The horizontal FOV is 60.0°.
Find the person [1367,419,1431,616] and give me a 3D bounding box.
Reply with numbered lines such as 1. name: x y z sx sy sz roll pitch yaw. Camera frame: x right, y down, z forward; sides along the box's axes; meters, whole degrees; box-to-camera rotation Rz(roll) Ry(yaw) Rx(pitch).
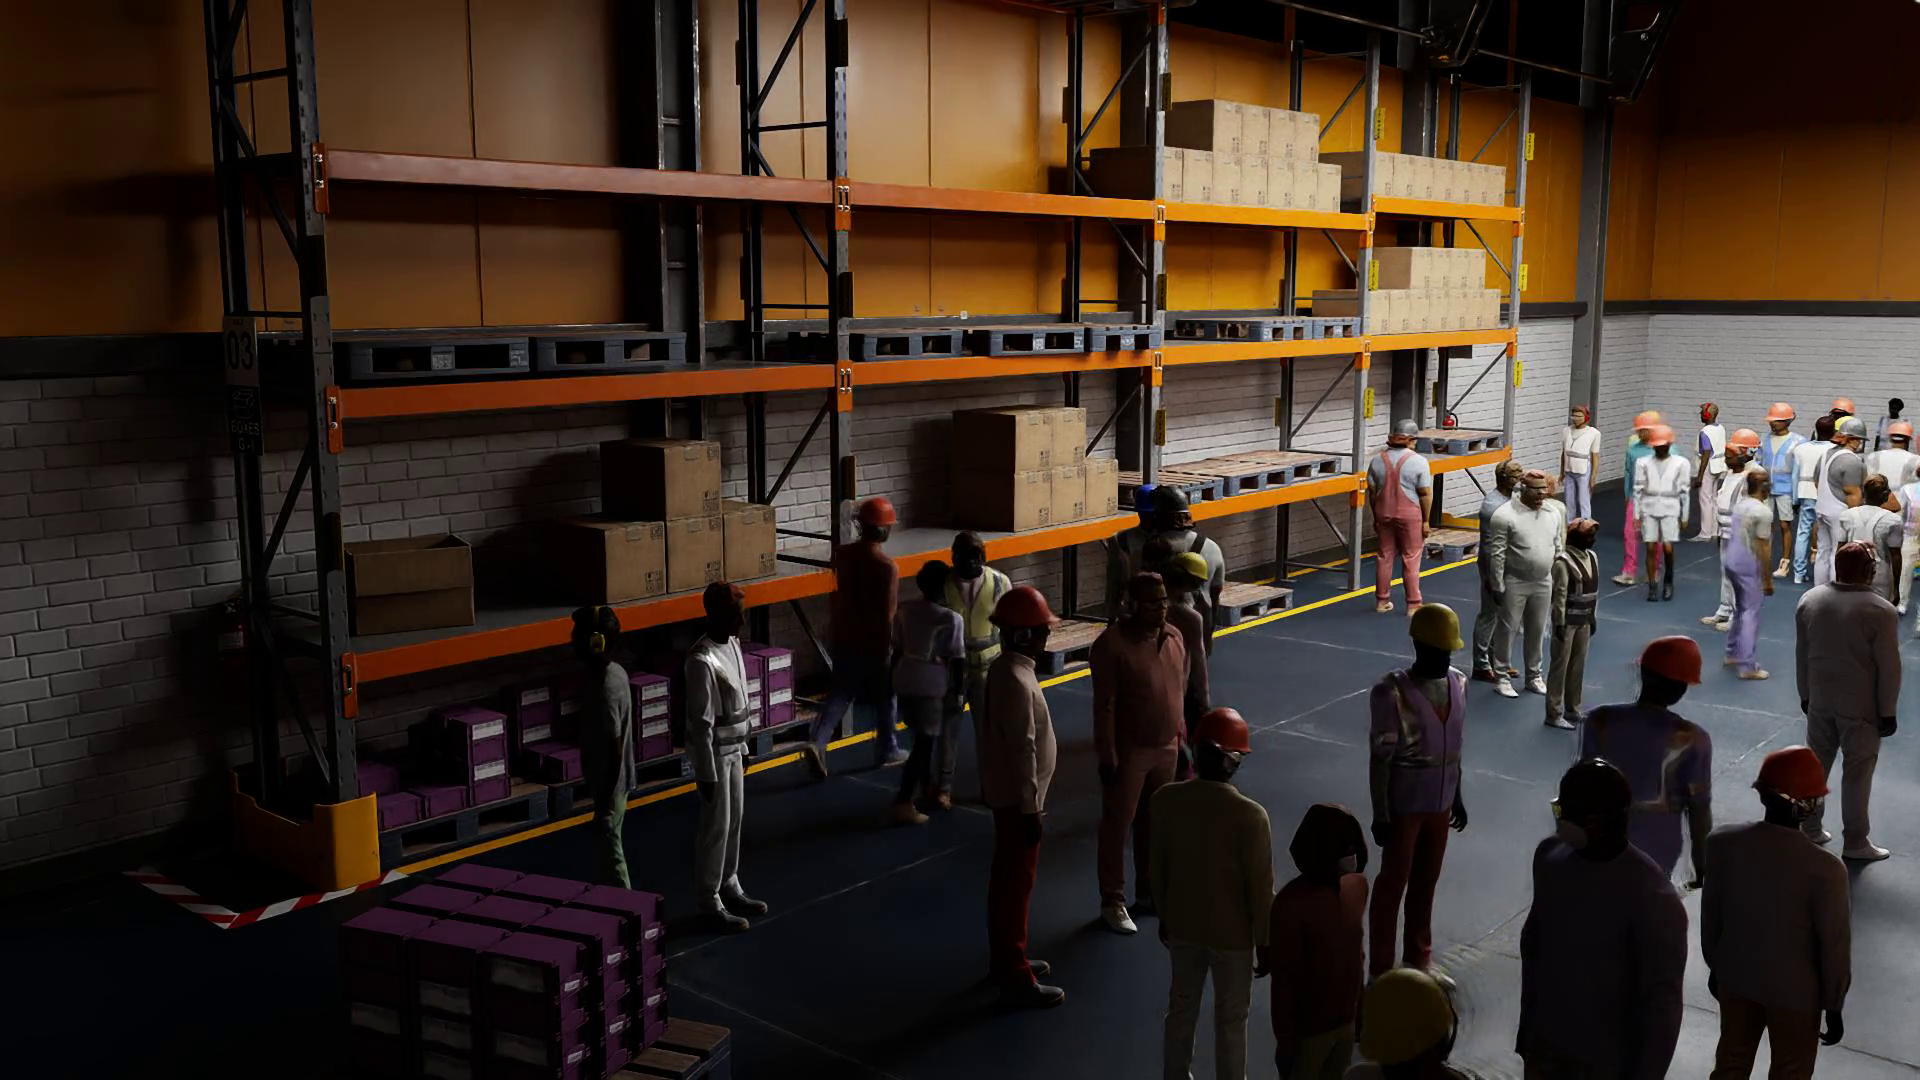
1. person: 4.571 -0.244 17.151 0.674 2.000 0.535 8 12 42

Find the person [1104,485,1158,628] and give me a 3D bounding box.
1. person: 1.380 0.552 12.316 0.616 1.945 0.399 0 9 -2

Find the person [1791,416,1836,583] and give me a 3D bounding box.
1. person: 9.697 -0.442 18.823 0.395 1.919 0.590 -6 11 -35

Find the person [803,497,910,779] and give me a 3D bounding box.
1. person: -0.699 0.678 11.483 0.617 1.960 0.895 7 11 37

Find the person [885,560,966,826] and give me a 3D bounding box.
1. person: -0.257 0.964 10.646 0.540 1.650 0.739 6 11 36

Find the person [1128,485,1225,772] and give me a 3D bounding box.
1. person: 1.462 0.619 11.584 0.681 2.000 0.535 -2 9 -16

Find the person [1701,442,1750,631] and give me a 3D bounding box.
1. person: 7.614 -0.047 16.373 0.356 1.887 0.572 0 9 2

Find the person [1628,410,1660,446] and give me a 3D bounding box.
1. person: 8.999 -0.820 21.789 0.526 1.760 0.347 3 9 16

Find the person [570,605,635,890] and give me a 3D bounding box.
1. person: -1.756 1.238 8.152 0.323 1.869 0.528 -2 9 -13

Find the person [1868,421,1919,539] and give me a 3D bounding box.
1. person: 10.321 -0.359 18.349 0.698 1.891 0.562 -7 11 -38

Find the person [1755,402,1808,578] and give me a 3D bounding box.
1. person: 9.470 -0.575 19.284 0.387 2.039 0.614 -6 11 -33

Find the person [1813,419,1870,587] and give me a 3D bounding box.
1. person: 9.177 -0.257 17.237 0.536 2.000 0.673 0 9 0

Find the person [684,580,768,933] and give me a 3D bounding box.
1. person: -1.256 1.139 8.773 0.373 1.879 0.586 2 9 10

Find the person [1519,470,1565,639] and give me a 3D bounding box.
1. person: 5.567 0.137 16.048 0.503 1.640 0.299 6 11 34

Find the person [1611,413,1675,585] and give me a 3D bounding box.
1. person: 7.685 -0.447 18.742 0.882 1.940 0.617 -8 12 -41

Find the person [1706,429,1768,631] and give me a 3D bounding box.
1. person: 7.672 -0.099 16.366 0.382 1.995 0.612 -1 9 -7

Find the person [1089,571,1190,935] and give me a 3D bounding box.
1. person: 0.984 1.110 8.848 0.636 1.911 0.404 -7 11 -38

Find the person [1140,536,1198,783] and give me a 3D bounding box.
1. person: 1.340 0.868 10.677 0.572 1.827 0.508 -6 11 -34

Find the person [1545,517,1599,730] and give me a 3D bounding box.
1. person: 4.721 0.635 12.798 0.517 1.632 0.314 -7 11 -37

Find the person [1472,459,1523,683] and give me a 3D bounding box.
1. person: 4.634 0.259 14.283 0.367 1.932 0.622 7 11 37

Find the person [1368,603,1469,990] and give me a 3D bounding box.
1. person: 2.212 1.240 7.952 0.594 1.922 0.385 -5 10 -30

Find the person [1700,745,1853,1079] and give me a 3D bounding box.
1. person: 3.001 1.609 6.121 0.329 1.751 0.563 -6 10 -33

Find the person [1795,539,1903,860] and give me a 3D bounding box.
1. person: 5.300 0.943 9.915 0.409 1.913 0.642 -5 10 -27

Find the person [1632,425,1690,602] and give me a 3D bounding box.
1. person: 7.493 -0.276 17.801 0.585 1.902 0.410 5 10 30

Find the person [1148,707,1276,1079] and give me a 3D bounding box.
1. person: 1.023 1.530 6.662 0.560 1.743 0.334 7 11 39

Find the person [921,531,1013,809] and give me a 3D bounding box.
1. person: 0.058 0.846 10.817 0.642 1.833 0.432 0 9 -3

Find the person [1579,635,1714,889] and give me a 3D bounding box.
1. person: 3.064 1.340 7.410 0.562 1.892 0.861 8 12 40

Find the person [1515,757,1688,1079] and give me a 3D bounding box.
1. person: 2.014 1.638 5.346 0.356 1.937 0.638 -3 9 -19

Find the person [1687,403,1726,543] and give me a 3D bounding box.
1. person: 9.849 -0.876 21.854 0.372 1.843 0.571 9 12 44

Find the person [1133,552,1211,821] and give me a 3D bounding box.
1. person: 1.404 0.931 10.588 0.815 1.706 0.538 -4 10 -22

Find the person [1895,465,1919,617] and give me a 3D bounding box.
1. person: 9.798 0.005 16.940 0.532 1.597 0.837 6 11 33

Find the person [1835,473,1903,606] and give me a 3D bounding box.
1. person: 7.571 0.361 13.874 0.329 1.844 0.517 -8 12 -40

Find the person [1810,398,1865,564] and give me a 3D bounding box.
1. person: 10.578 -0.694 20.094 0.607 2.033 0.409 9 12 44

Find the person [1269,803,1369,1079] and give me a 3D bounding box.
1. person: 1.268 1.713 5.840 0.507 1.633 0.278 -8 12 -42

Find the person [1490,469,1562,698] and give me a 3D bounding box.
1. person: 4.687 0.357 13.740 0.644 1.900 0.399 -2 9 -14

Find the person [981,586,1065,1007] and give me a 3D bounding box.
1. person: 0.289 1.207 7.936 0.375 1.997 0.612 -1 9 -7

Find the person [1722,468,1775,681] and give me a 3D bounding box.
1. person: 6.856 0.286 14.410 0.406 1.828 0.598 0 9 -1

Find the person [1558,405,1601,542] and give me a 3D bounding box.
1. person: 8.084 -0.847 21.707 0.394 1.836 0.561 -5 10 -31

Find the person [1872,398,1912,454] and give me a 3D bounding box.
1. person: 14.125 -1.320 25.218 0.340 1.684 0.547 -5 10 -28

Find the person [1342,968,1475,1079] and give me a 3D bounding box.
1. person: 1.190 1.907 4.235 0.438 1.732 0.556 -8 12 -41
